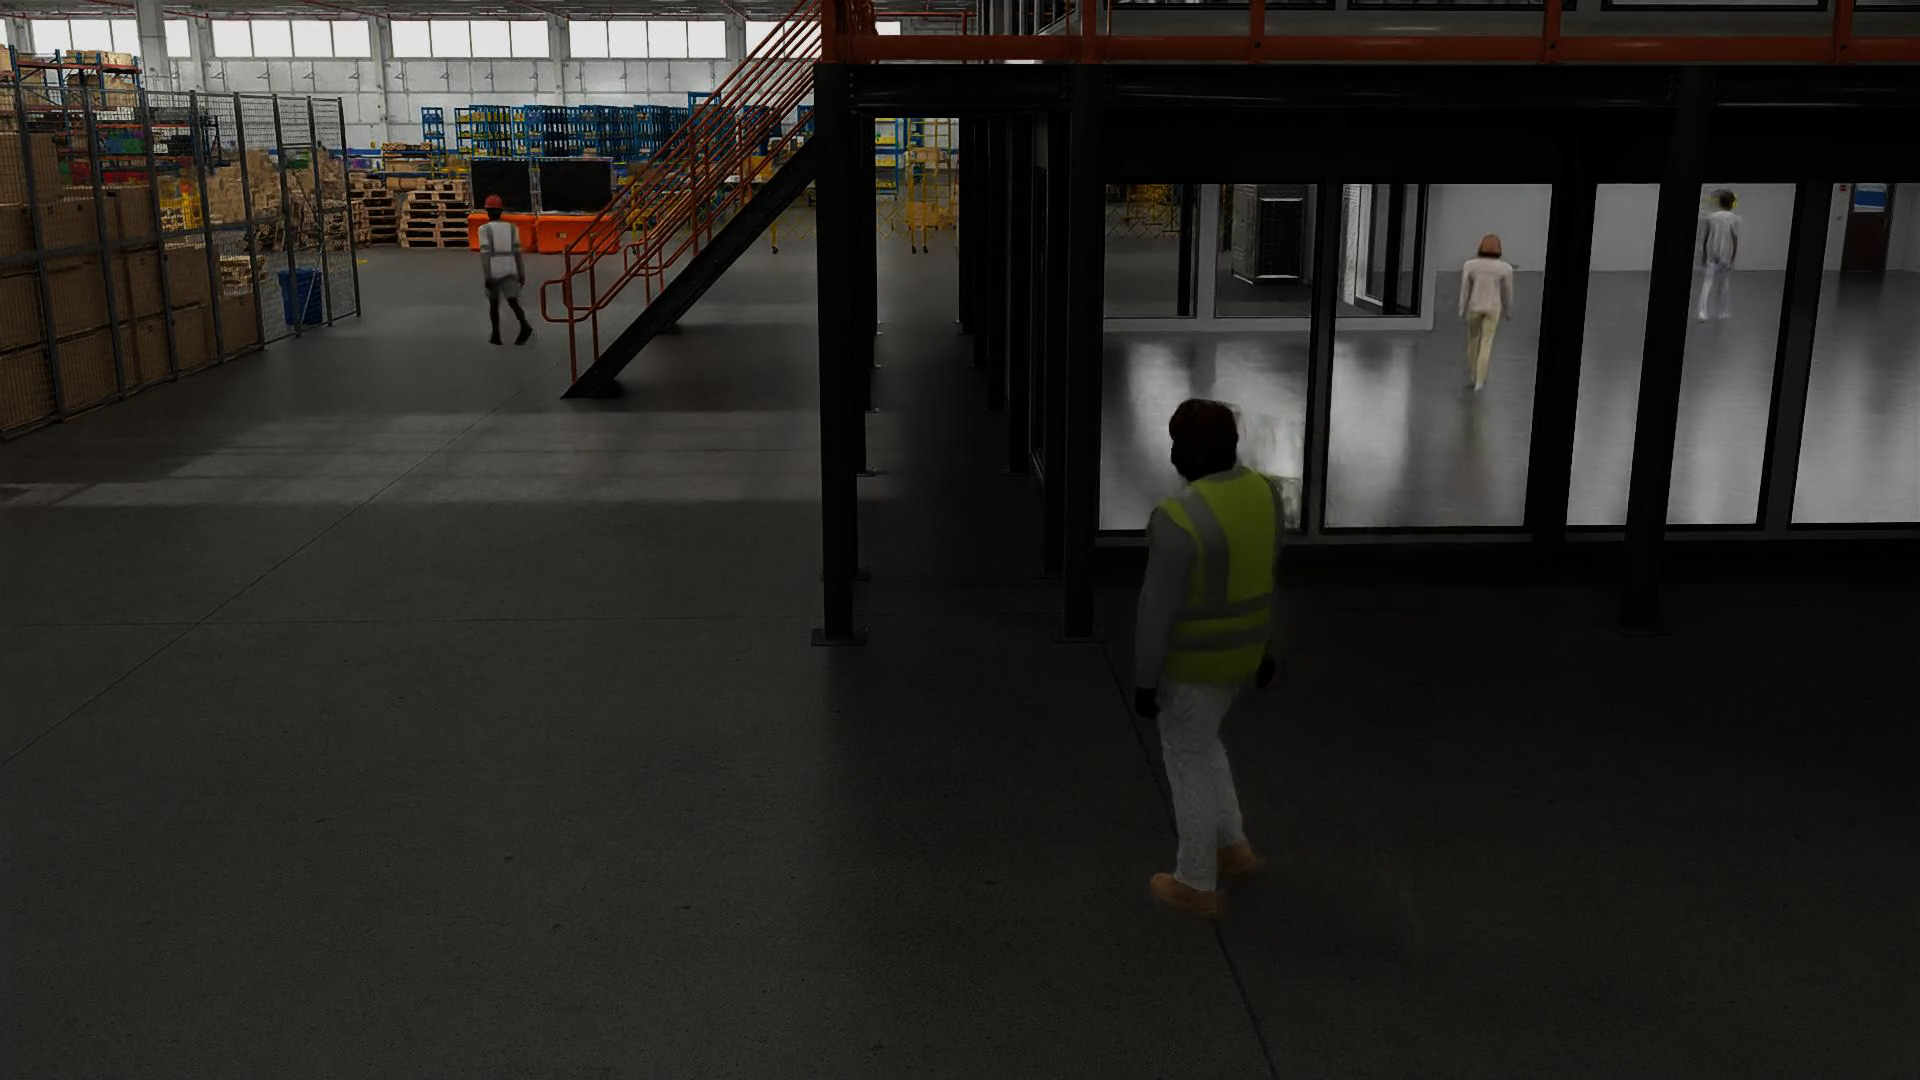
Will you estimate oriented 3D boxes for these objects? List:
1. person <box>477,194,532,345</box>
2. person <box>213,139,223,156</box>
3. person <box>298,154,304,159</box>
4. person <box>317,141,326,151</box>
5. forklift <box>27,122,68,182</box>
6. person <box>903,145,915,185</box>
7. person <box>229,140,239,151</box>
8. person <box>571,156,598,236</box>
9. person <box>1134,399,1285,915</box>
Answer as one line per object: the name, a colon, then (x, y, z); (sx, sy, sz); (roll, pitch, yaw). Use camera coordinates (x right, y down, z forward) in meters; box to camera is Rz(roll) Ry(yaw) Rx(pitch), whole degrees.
person: (-5.668, -3.349, 20.727); (0.556, 1.904, 0.885); (-11, 18, -37)
person: (-38.278, -19.691, 85.832); (0.378, 1.995, 0.612); (7, 16, 27)
person: (-22.674, -12.468, 57.545); (0.507, 1.710, 0.949); (2, 14, 7)
person: (-35.946, -21.530, 93.539); (0.642, 1.832, 0.432); (5, 15, 18)
forklift: (-35.376, -14.773, 64.377); (1.129, 2.768, 1.873); (-1, 14, -2)
person: (-2.298, -16.989, 75.356); (0.586, 1.835, 0.404); (2, 14, 9)
person: (-37.560, -19.754, 86.227); (0.442, 1.931, 0.632); (-13, 19, -42)
person: (-9.148, -8.347, 40.526); (1.091, 1.990, 0.623); (10, 17, 35)
person: (0.842, 0.413, 5.819); (0.656, 1.825, 0.450); (-13, 19, -43)
